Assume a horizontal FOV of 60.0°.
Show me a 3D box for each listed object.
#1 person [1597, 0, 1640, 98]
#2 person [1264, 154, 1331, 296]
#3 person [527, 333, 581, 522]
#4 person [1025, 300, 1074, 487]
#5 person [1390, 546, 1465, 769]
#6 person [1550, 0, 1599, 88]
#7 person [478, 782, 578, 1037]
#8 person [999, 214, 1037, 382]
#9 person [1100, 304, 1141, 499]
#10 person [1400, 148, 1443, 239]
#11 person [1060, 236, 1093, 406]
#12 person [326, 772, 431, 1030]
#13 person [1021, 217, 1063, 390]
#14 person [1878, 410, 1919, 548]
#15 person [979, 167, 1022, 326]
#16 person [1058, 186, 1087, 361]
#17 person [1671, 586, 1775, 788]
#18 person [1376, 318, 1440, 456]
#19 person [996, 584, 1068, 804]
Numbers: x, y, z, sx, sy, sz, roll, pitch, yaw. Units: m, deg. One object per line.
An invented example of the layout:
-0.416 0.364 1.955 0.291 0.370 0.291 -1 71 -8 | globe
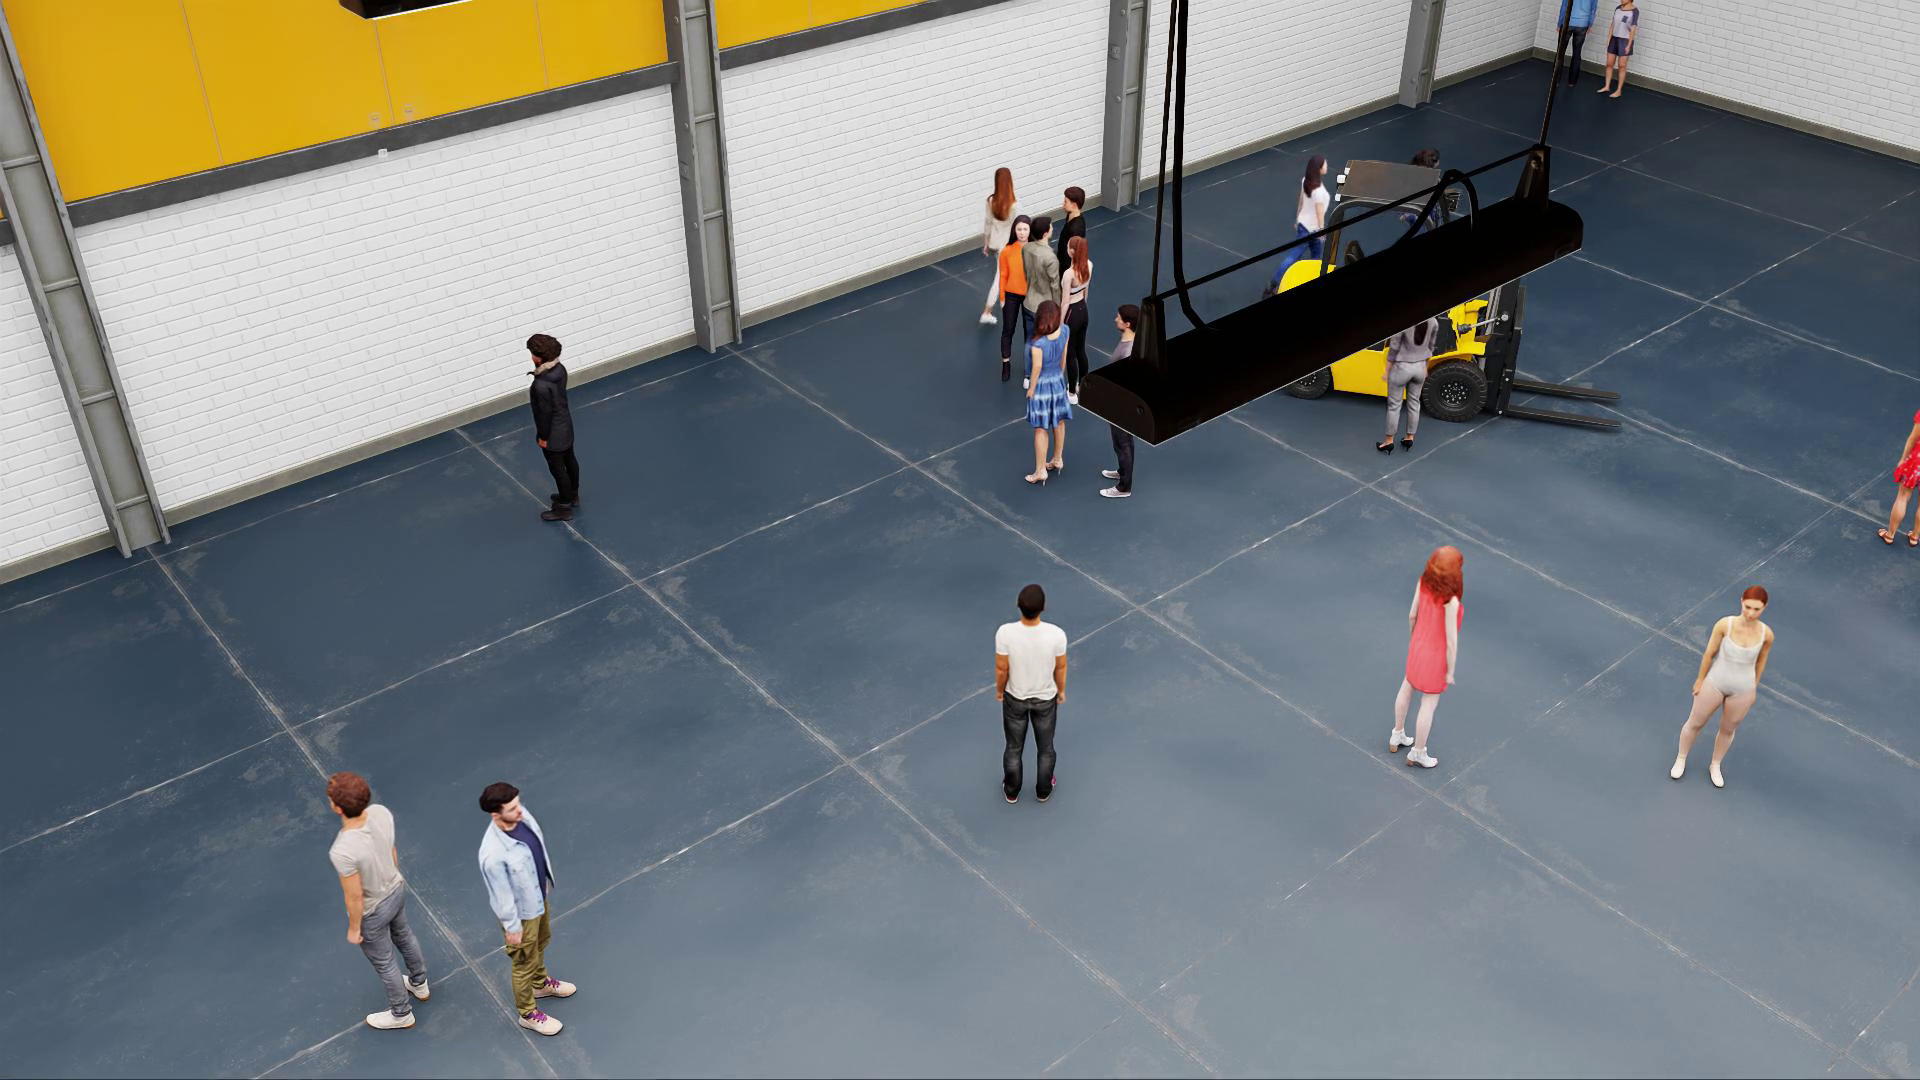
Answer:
9.596 -7.247 24.125 0.555 1.564 0.600 -20 38 -27 | person
3.731 -3.372 18.226 1.220 1.640 1.029 -4 34 -6 | person
-3.535 -0.999 14.528 0.799 1.781 0.732 5 34 7 | person
0.783 -1.337 15.016 0.753 1.805 0.550 27 42 34 | person
3.308 0.820 11.751 0.607 1.827 0.648 -13 36 -19 | person
9.029 -7.593 24.416 0.746 1.818 0.775 7 34 11 | person
-2.579 2.135 9.786 0.811 1.812 0.742 4 34 6 | person
0.609 -2.441 16.728 0.683 1.748 0.771 -2 34 -3 | person
1.475 -1.258 14.852 0.800 1.854 0.718 5 34 8 | person
5.062 -3.559 18.569 1.079 1.572 0.749 -18 38 -26 | person
1.127 -2.168 16.322 0.682 1.742 0.505 25 41 32 | person
-3.421 2.108 9.750 0.797 1.897 0.703 8 34 11 | person
0.787 -2.311 16.427 0.603 1.865 0.716 -21 39 -29 | person
8.235 -0.661 14.191 0.661 1.592 0.700 8 34 12 | person
0.422 -3.101 17.783 0.752 1.679 1.148 23 40 31 | person
1.149 -2.750 17.090 0.786 1.862 0.765 -3 34 -4 | person
5.368 1.012 11.628 0.618 1.644 0.627 10 35 14 | person
4.162 -1.562 15.469 0.672 1.678 0.774 -8 34 -11 | person
0.480 1.058 11.413 0.691 1.805 0.767 1 34 1 | person
